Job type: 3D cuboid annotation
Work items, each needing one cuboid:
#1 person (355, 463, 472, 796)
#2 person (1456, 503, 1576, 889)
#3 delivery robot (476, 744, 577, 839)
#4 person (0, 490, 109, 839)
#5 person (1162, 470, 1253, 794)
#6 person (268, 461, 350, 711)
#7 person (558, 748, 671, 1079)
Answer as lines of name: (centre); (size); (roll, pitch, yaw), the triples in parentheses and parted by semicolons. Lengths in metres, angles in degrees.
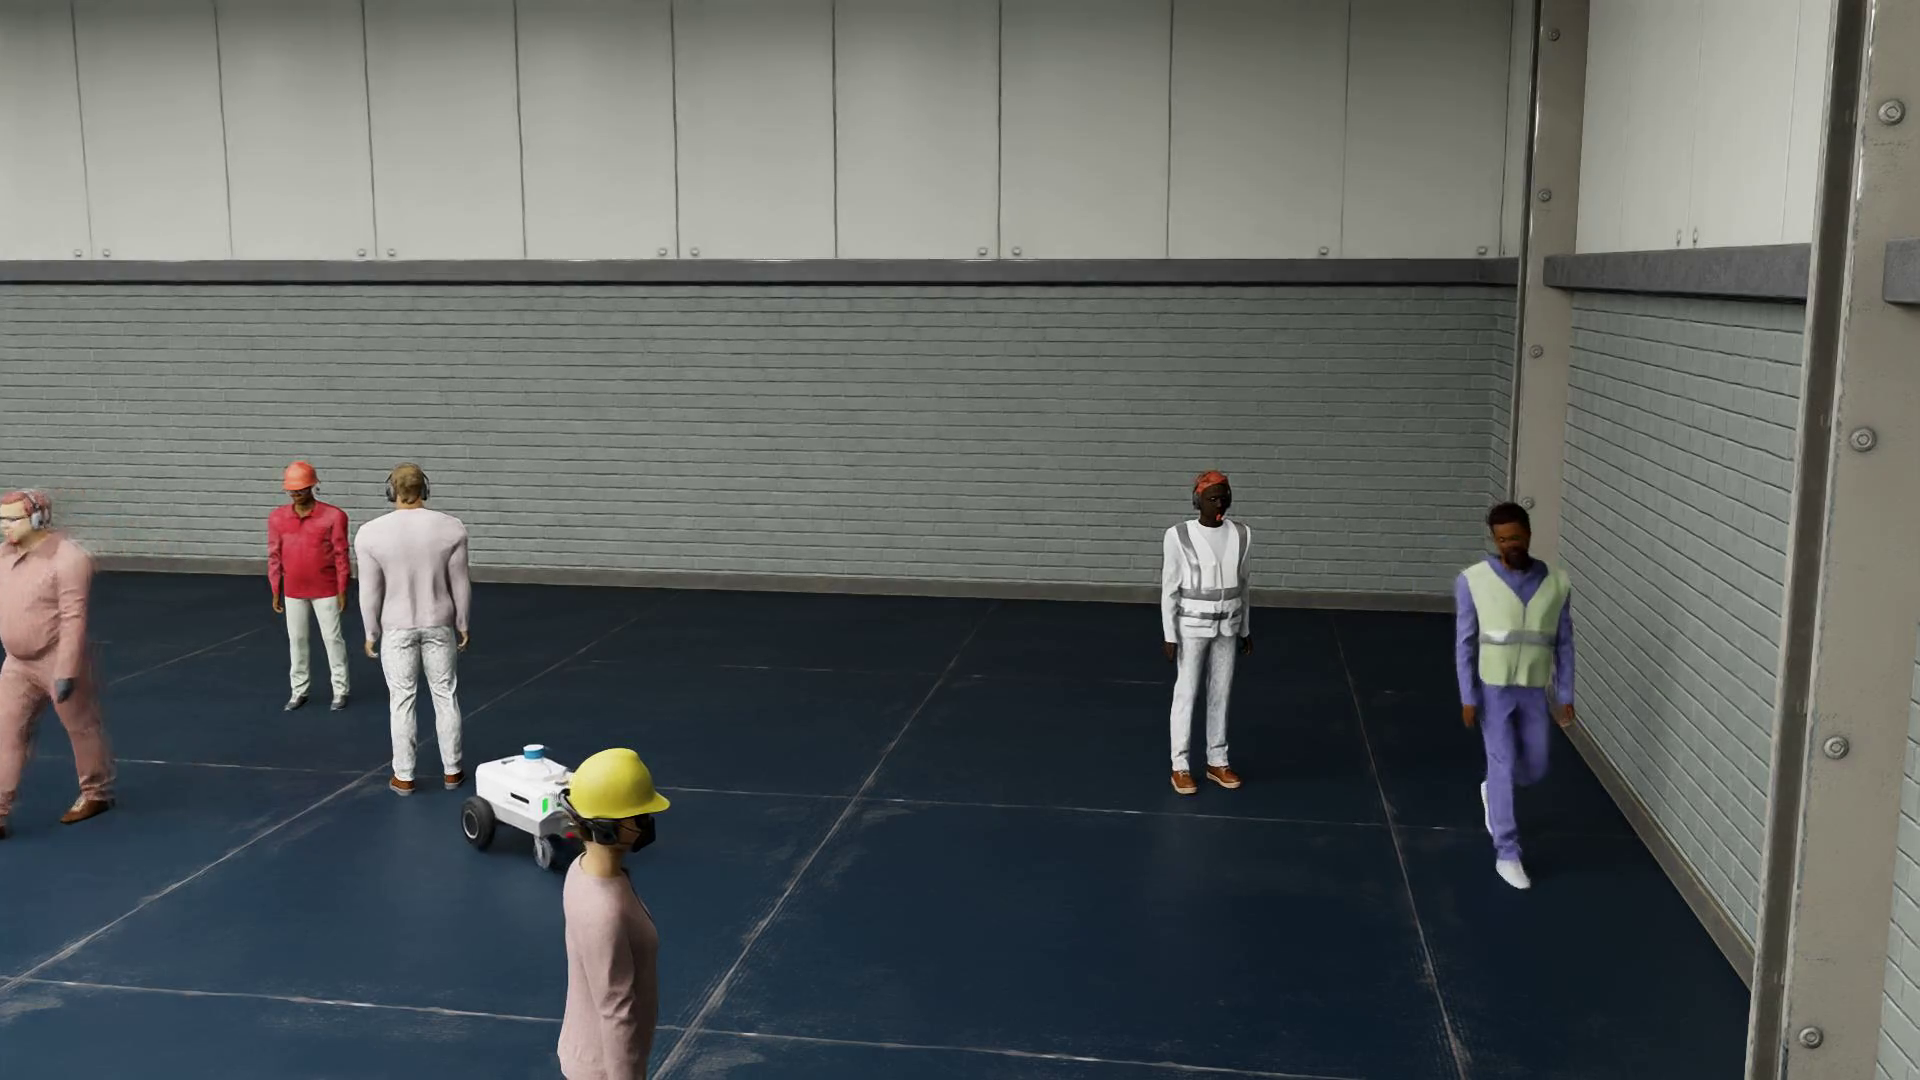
person: (-3.149, 0.516, 9.643); (0.629, 1.936, 0.373); (-4, 10, -23)
person: (2.781, 0.744, 8.401); (0.616, 1.881, 0.743); (-1, 9, -5)
delivery robot: (-2.216, 1.313, 8.681); (0.707, 0.478, 0.477); (9, 13, 43)
person: (-4.983, 0.675, 8.856); (0.676, 1.861, 0.949); (3, 10, 17)
person: (1.446, 0.532, 9.699); (0.584, 1.882, 0.345); (-4, 10, -22)
person: (-4.480, 0.322, 11.438); (0.559, 1.742, 0.355); (0, 9, 1)
person: (-0.931, 1.427, 4.539); (0.316, 1.769, 0.525); (-3, 10, -19)
